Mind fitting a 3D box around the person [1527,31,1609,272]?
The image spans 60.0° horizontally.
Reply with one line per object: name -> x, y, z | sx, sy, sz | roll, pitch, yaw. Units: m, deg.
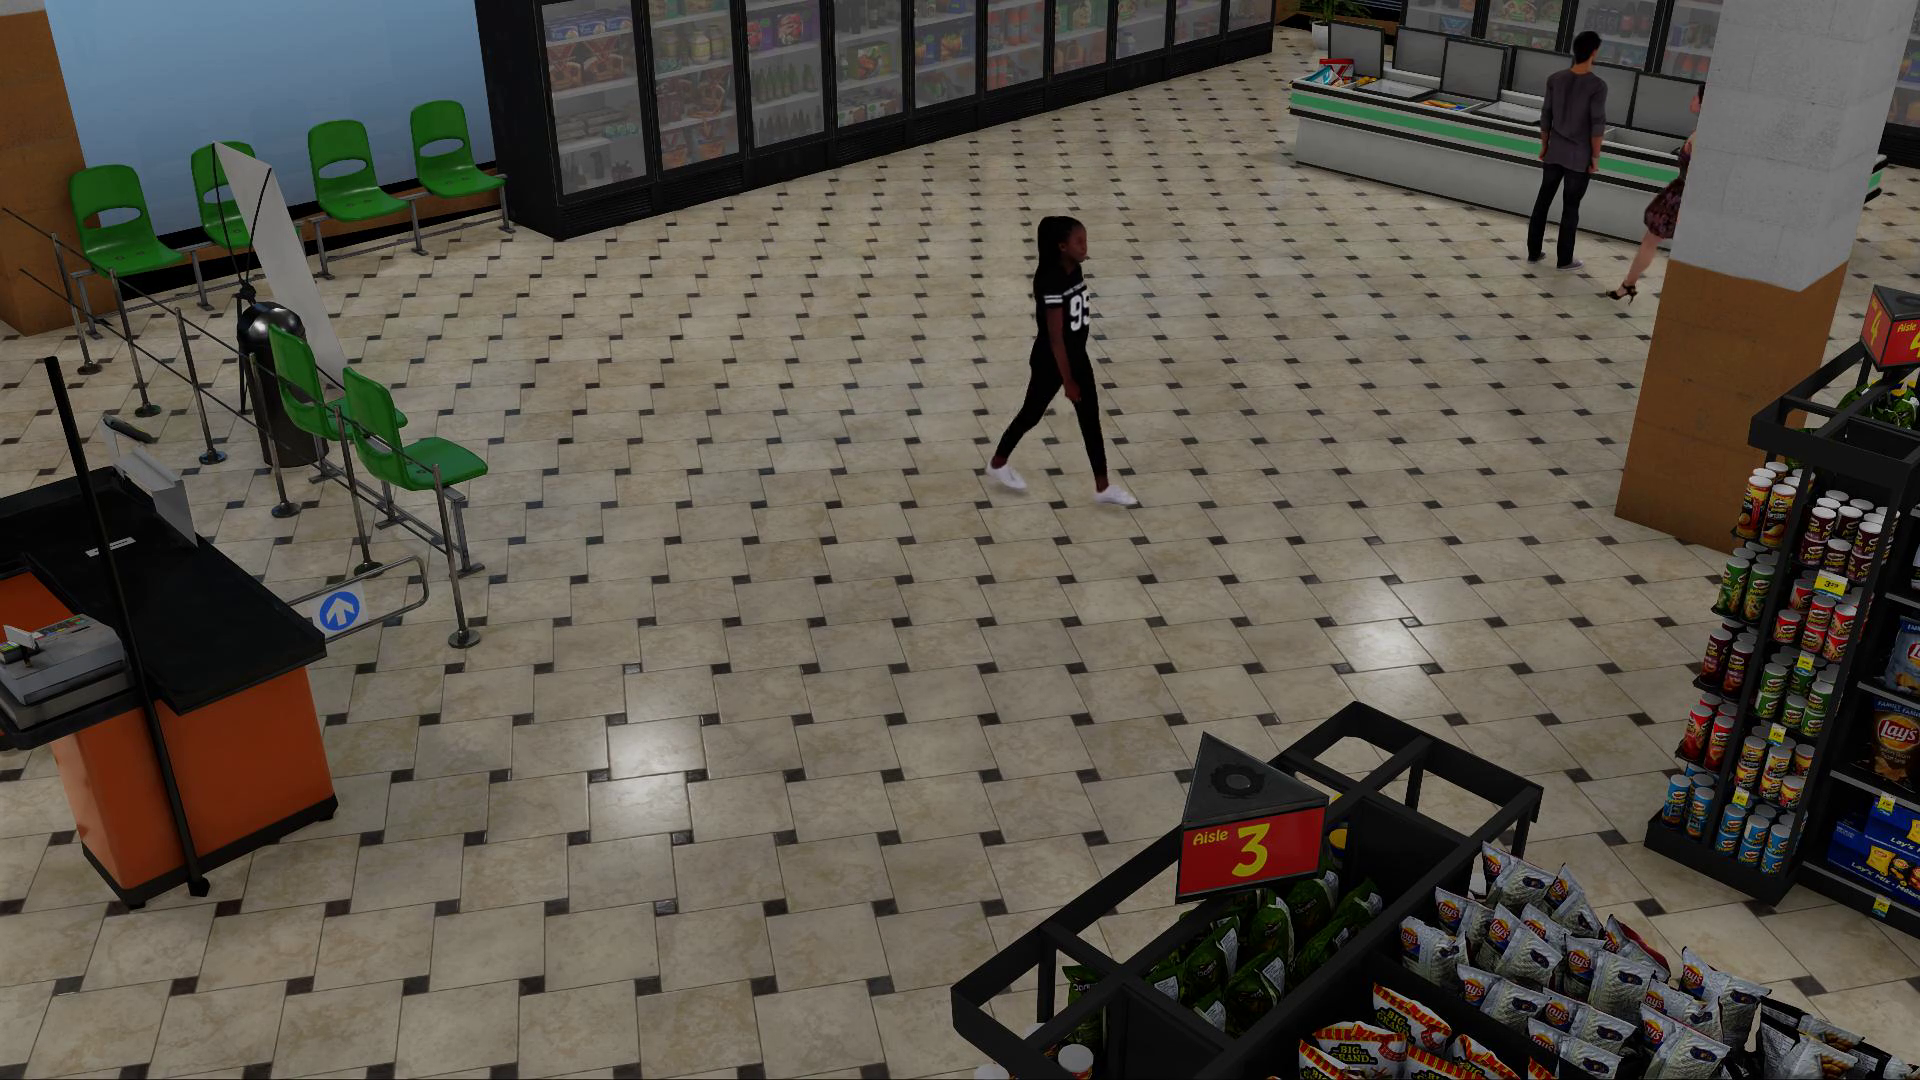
person -> 4.802, -3.064, 13.121 | 0.738, 1.851, 0.483 | -23, 36, -36

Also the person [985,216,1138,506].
person -> 0.482, -0.990, 9.496 | 1.249, 1.686, 0.840 | 14, 32, 24

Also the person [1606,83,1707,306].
person -> 5.353, -2.358, 11.965 | 0.580, 1.721, 1.181 | -25, 37, -38
